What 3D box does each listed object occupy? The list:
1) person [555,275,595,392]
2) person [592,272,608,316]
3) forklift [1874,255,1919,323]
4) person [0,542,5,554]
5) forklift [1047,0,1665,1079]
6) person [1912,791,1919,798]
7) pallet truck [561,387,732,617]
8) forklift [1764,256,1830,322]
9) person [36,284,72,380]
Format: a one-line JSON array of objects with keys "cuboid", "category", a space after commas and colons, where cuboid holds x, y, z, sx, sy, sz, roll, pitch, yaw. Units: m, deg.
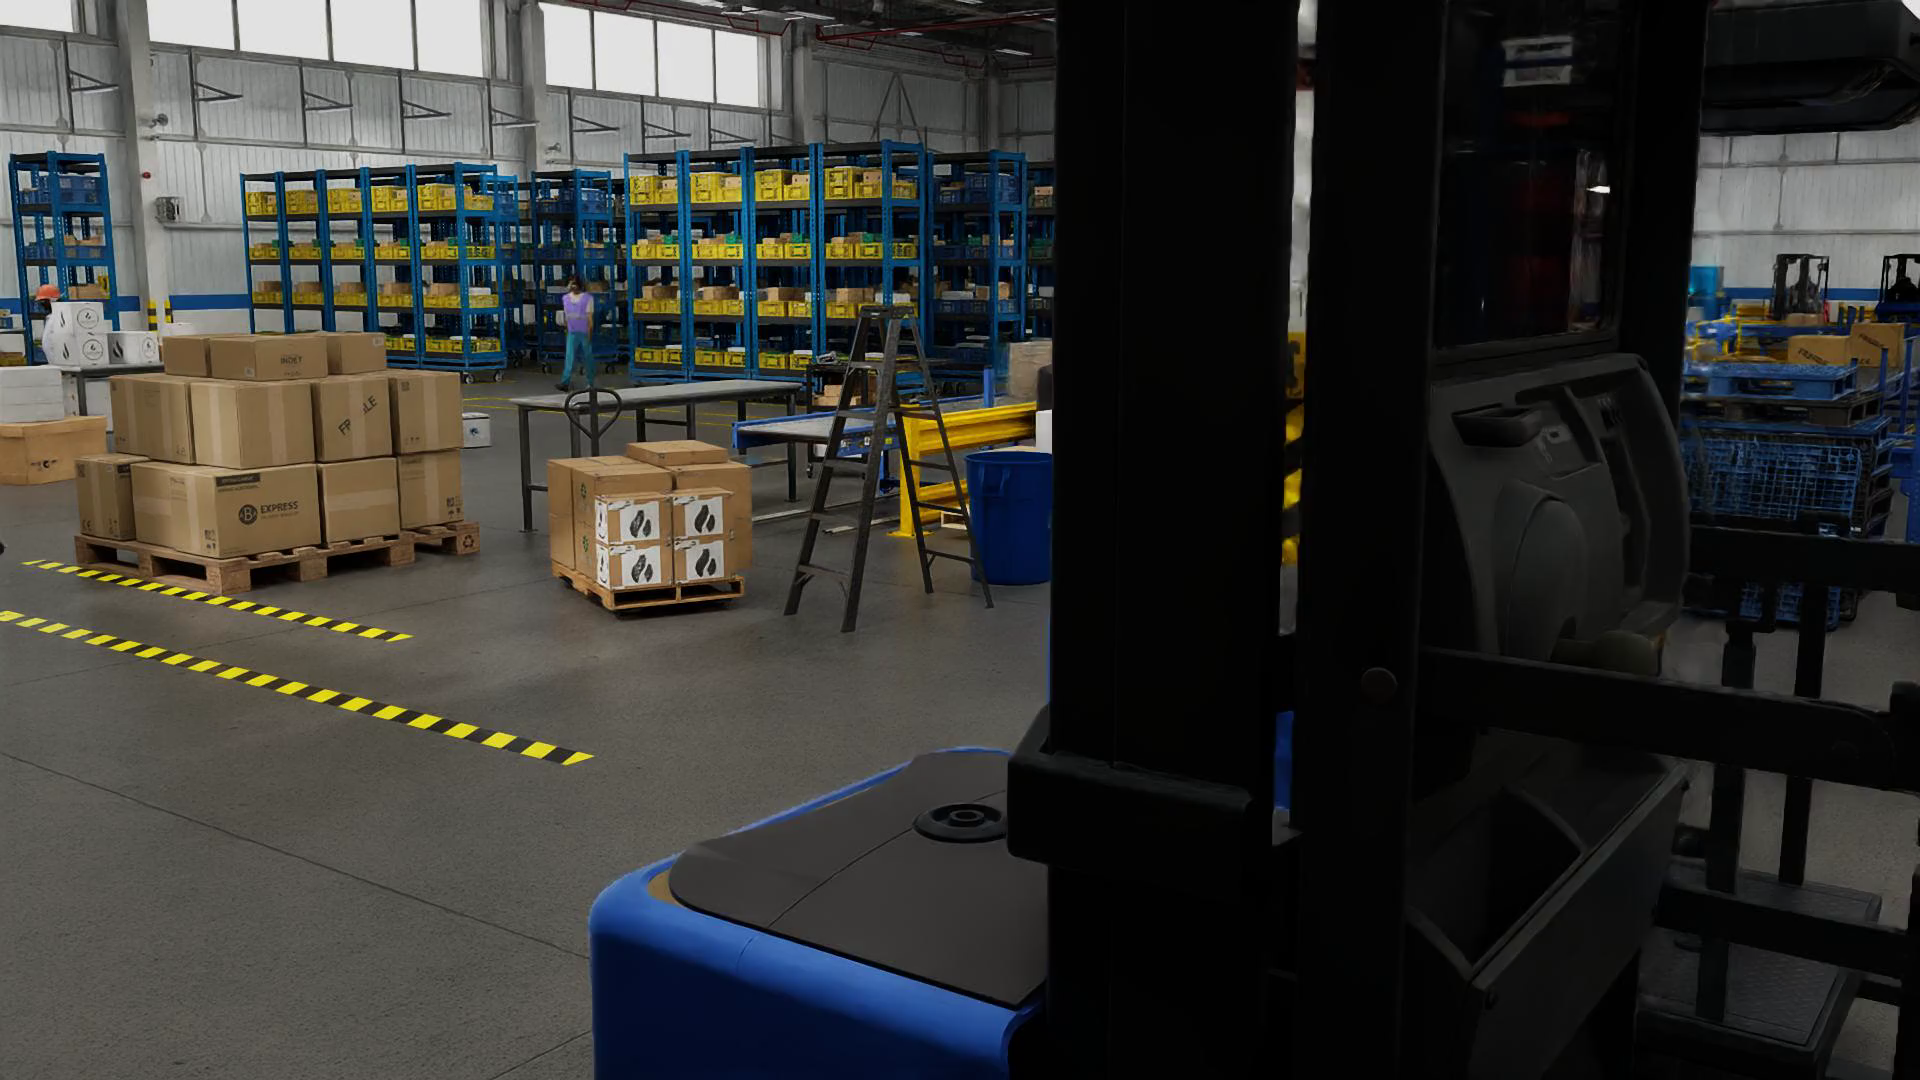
[{"cuboid": [-5.907, -3.169, 25.606, 0.595, 1.797, 0.936, 3, 10, 18], "category": "person"}, {"cuboid": [-8.672, -5.568, 39.896, 0.599, 1.809, 0.777, 4, 10, 25], "category": "person"}, {"cuboid": [22.089, -5.634, 38.796, 1.157, 1.987, 2.680, 6, 11, 33], "category": "forklift"}, {"cuboid": [-6.918, -0.680, 10.879, 0.604, 1.783, 0.949, 8, 12, 39], "category": "person"}, {"cuboid": [1.249, -0.137, 4.360, 1.873, 2.768, 1.129, 7, 12, 35], "category": "forklift"}, {"cuboid": [3.850, 0.126, 5.729, 0.597, 1.907, 0.971, -2, 10, -13], "category": "person"}, {"cuboid": [-1.981, -0.274, 10.088, 0.680, 1.201, 1.601, -5, 11, -28], "category": "pallet truck"}, {"cuboid": [20.253, -5.854, 40.139, 1.157, 1.987, 2.680, 7, 12, 35], "category": "forklift"}, {"cuboid": [-10.533, -2.099, 19.402, 0.345, 1.746, 0.573, -7, 12, -37], "category": "person"}]
